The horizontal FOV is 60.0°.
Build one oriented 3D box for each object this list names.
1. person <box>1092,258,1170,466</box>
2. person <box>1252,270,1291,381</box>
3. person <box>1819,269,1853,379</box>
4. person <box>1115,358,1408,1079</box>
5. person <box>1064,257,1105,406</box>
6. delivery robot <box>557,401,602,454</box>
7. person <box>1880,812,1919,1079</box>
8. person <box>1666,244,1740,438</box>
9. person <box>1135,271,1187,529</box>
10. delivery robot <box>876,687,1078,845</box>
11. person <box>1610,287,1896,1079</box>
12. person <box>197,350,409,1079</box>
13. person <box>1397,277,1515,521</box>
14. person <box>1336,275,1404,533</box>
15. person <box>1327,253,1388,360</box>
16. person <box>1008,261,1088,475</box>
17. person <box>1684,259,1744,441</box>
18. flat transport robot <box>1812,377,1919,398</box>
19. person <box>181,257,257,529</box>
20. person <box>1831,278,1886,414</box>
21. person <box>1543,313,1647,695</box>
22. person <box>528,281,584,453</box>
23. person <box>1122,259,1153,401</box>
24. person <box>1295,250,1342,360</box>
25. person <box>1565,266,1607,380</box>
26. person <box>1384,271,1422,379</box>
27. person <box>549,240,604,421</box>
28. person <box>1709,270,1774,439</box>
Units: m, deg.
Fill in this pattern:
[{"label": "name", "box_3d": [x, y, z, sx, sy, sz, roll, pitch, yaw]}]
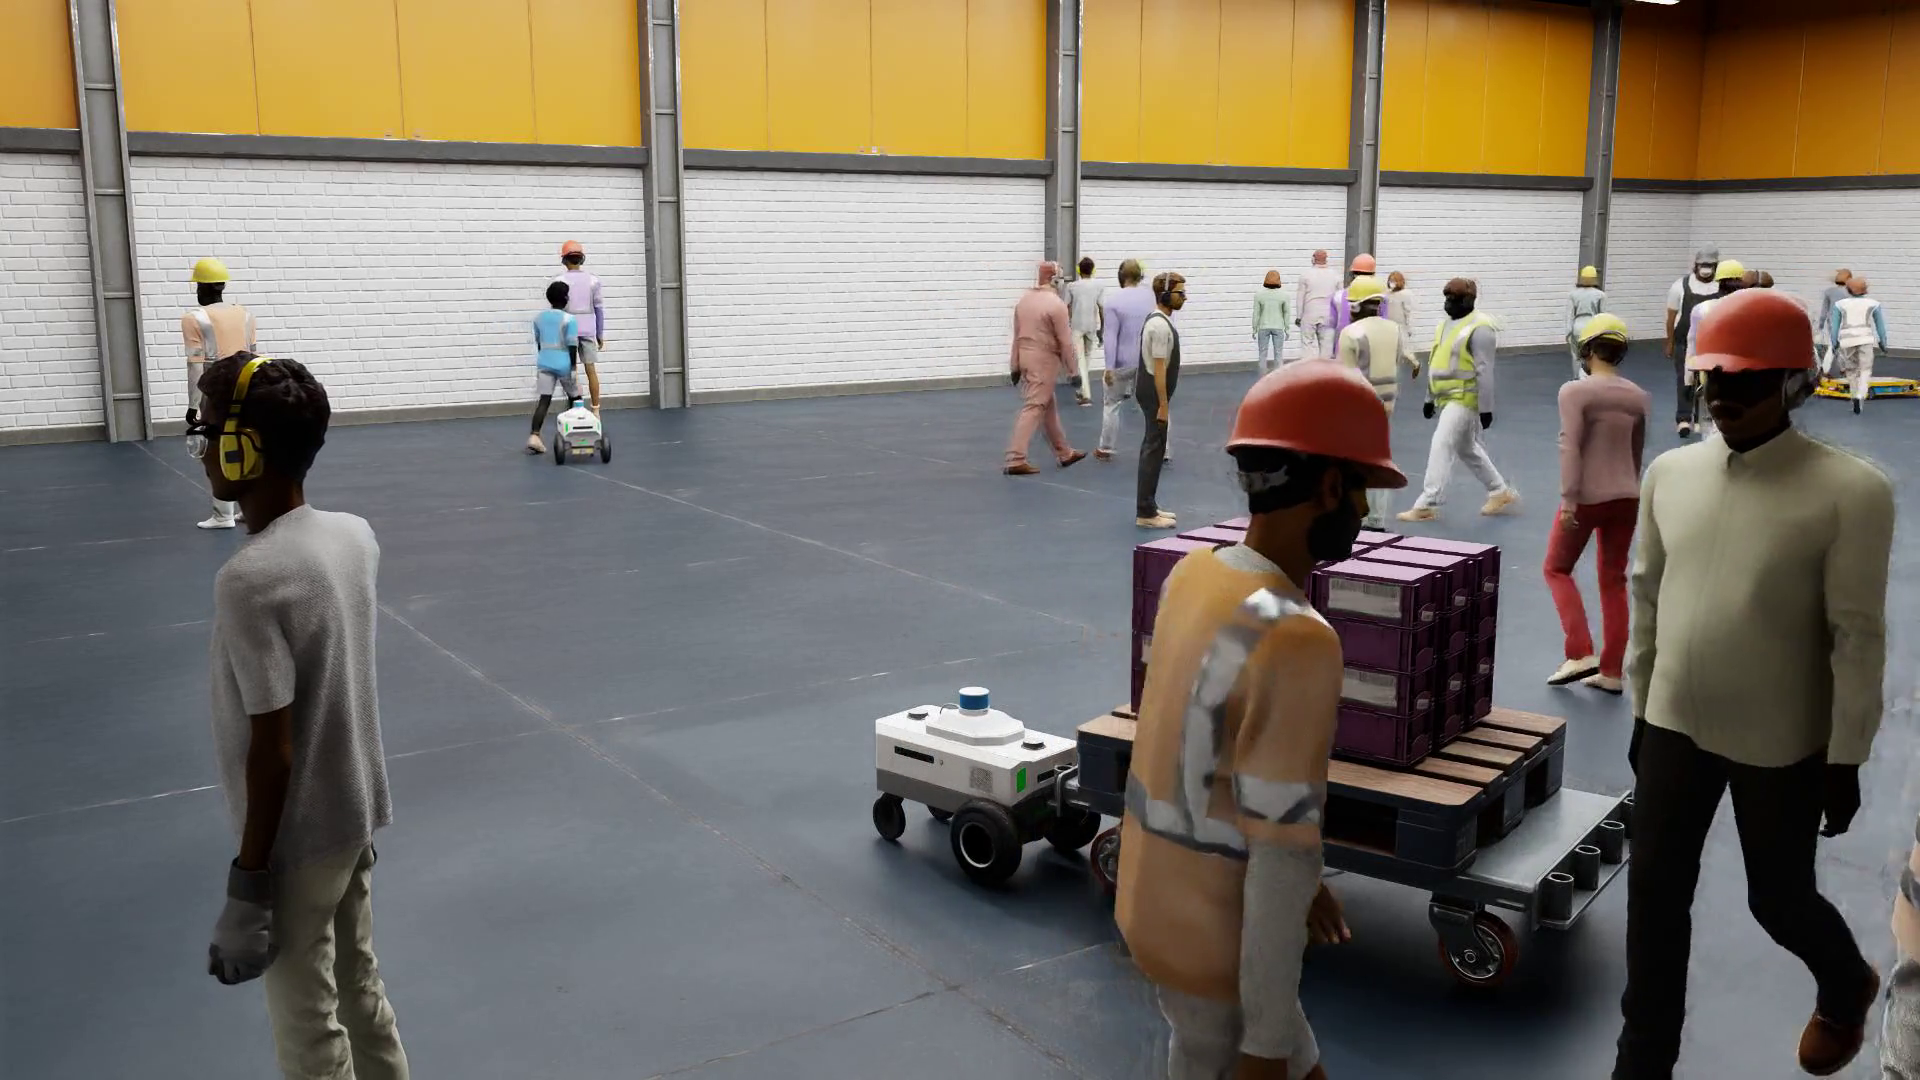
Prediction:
[{"label": "person", "box_3d": [1.587, -1.609, 15.126, 0.644, 1.898, 1.013, -5, 12, -26]}, {"label": "person", "box_3d": [4.202, -2.825, 22.477, 0.504, 1.632, 0.269, 2, 11, 11]}, {"label": "person", "box_3d": [12.991, -3.172, 24.452, 0.831, 1.591, 0.523, -4, 11, -23]}, {"label": "person", "box_3d": [0.438, 0.651, 2.742, 0.591, 1.884, 0.578, -1, 10, -8]}, {"label": "person", "box_3d": [1.512, -2.596, 20.723, 0.513, 1.818, 0.940, -3, 11, -14]}, {"label": "delivery robot", "box_3d": [-3.541, -1.052, 15.456, 0.477, 0.478, 0.707, -4, 11, -18]}, {"label": "person", "box_3d": [1.932, 0.750, 2.929, 0.708, 1.606, 0.509, 0, 10, 1]}, {"label": "person", "box_3d": [7.697, -2.071, 17.228, 0.701, 2.000, 0.987, 4, 11, 19]}, {"label": "person", "box_3d": [1.430, -0.996, 11.910, 0.349, 1.838, 0.505, 1, 10, 6]}, {"label": "delivery robot", "box_3d": [0.046, 0.741, 5.627, 0.707, 0.478, 0.477, 9, 14, 41]}, {"label": "person", "box_3d": [1.844, 0.405, 3.852, 0.831, 1.972, 0.625, -7, 13, -34]}, {"label": "person", "box_3d": [-1.256, 0.583, 3.144, 0.328, 1.873, 0.518, 1, 10, 3]}, {"label": "person", "box_3d": [3.727, -1.033, 12.249, 0.952, 1.798, 0.618, -2, 10, -9]}, {"label": "person", "box_3d": [2.761, -0.900, 11.441, 0.602, 1.815, 0.495, -6, 12, -29]}, {"label": "person", "box_3d": [3.764, -1.746, 15.777, 0.564, 1.918, 0.426, 5, 11, 25]}, {"label": "person", "box_3d": [0.822, -1.509, 14.641, 0.994, 1.854, 0.653, -5, 12, -27]}, {"label": "person", "box_3d": [6.285, -1.348, 13.666, 0.592, 1.902, 0.755, 2, 11, 11]}, {"label": "flat transport robot", "box_3d": [11.805, -1.987, 21.619, 1.431, 0.197, 0.652, -4, 11, -21]}, {"label": "person", "box_3d": [-5.267, -1.037, 11.862, 0.358, 1.930, 0.588, 5, 11, 25]}, {"label": "person", "box_3d": [10.580, -2.279, 19.585, 0.586, 1.599, 0.635, 5, 11, 24]}, {"label": "person", "box_3d": [2.924, -0.170, 7.644, 0.548, 1.728, 0.510, -4, 11, -20]}, {"label": "person", "box_3d": [-3.915, -1.672, 16.085, 0.537, 1.657, 0.861, 4, 11, 22]}, {"label": "person", "box_3d": [2.230, -2.648, 21.032, 0.606, 1.800, 0.619, 5, 11, 24]}, {"label": "person", "box_3d": [5.162, -3.213, 23.915, 0.681, 1.891, 0.457, -2, 10, -9]}, {"label": "person", "box_3d": [8.225, -2.744, 21.859, 0.501, 1.700, 0.903, 6, 12, 28]}, {"label": "person", "box_3d": [6.241, -3.011, 23.564, 0.613, 1.608, 0.523, -6, 12, -32]}, {"label": "person", "box_3d": [-4.283, -2.312, 18.546, 0.615, 2.038, 0.395, -7, 12, -33]}, {"label": "person", "box_3d": [6.103, -1.204, 13.070, 0.445, 1.820, 0.630, 1, 10, 5]}]
